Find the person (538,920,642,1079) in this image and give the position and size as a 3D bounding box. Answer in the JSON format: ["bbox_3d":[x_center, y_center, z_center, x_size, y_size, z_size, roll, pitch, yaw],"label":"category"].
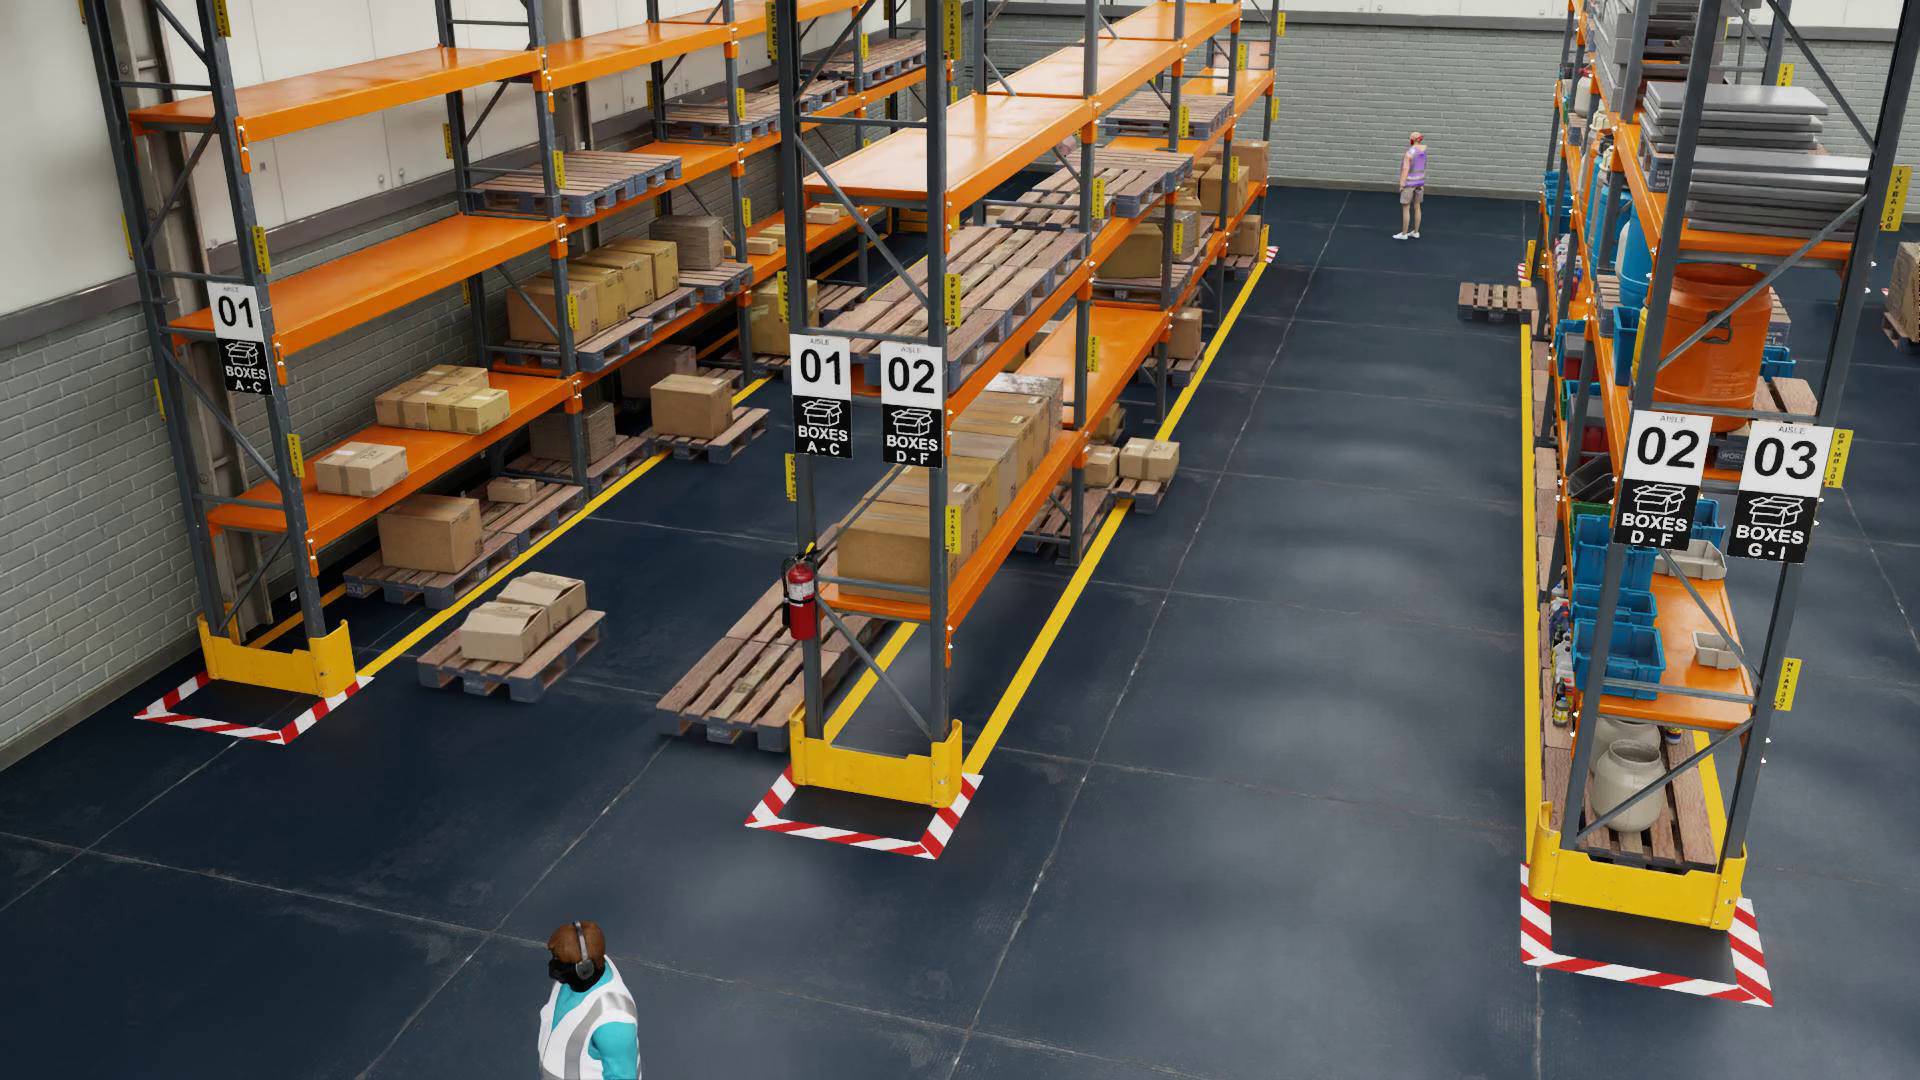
[{"bbox_3d":[-1.640,2.481,7.435,0.430,1.845,0.619,-12,26,-27],"label":"person"}]

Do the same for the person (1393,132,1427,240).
[{"bbox_3d":[7.179,-5.619,26.413,0.489,1.688,0.351,-14,27,-29],"label":"person"}]

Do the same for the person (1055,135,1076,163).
[{"bbox_3d":[1.708,-5.927,26.982,0.329,1.800,0.536,9,25,19],"label":"person"}]
